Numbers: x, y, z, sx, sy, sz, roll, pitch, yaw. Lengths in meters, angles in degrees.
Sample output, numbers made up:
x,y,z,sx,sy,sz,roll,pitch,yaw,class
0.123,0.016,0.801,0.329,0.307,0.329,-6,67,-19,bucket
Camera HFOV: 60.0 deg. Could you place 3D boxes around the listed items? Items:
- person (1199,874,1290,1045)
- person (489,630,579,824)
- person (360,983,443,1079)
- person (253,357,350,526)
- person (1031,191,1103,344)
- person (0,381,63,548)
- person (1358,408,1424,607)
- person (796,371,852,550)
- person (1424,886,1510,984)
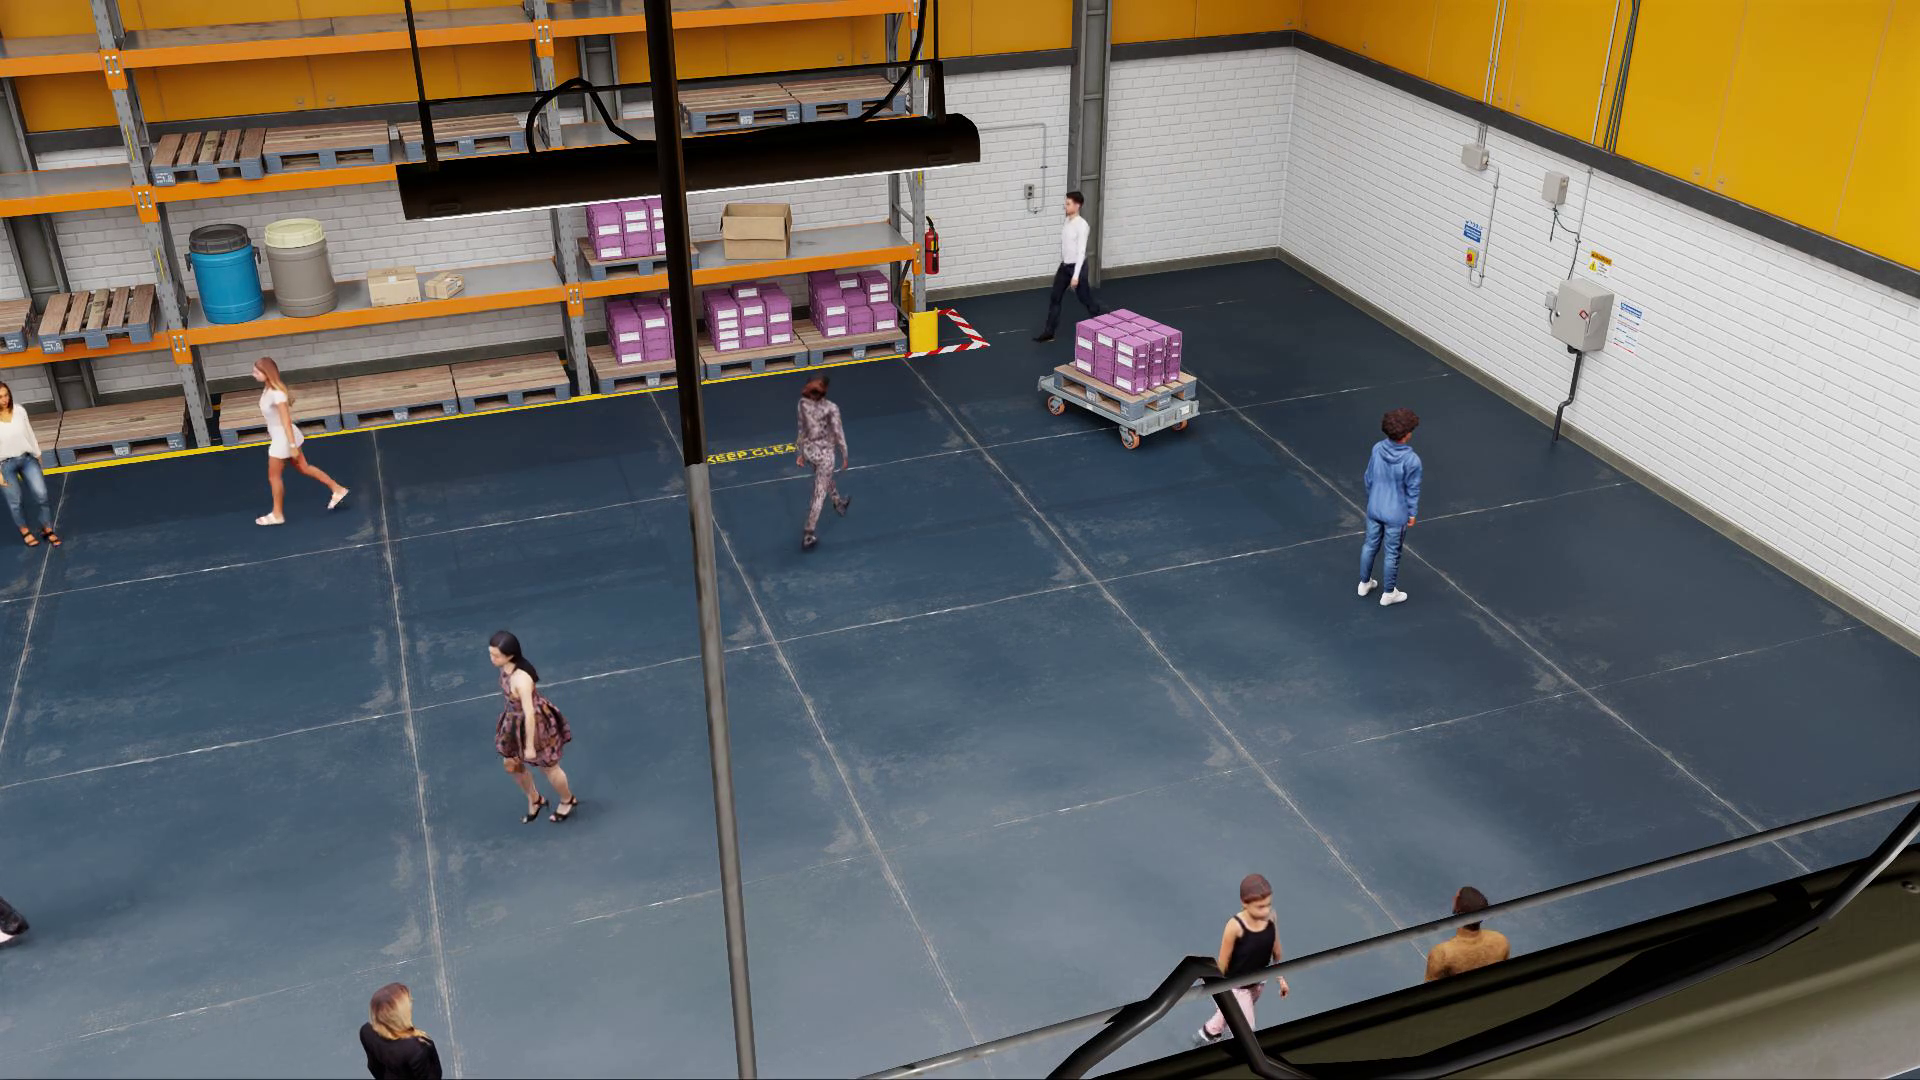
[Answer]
x,y,z,sx,sy,sz,roll,pitch,yaw,class
1.600,2.504,9.572,1.014,1.527,0.750,-18,33,-29,person
-2.932,1.308,11.557,0.826,1.727,0.745,-17,33,-28,person
-2.834,2.961,8.589,0.677,1.667,0.726,14,32,25,person
-6.313,-0.959,15.778,1.142,1.664,0.688,-14,32,-24,person
1.443,-3.225,19.760,1.244,1.829,0.737,-13,31,-23,person
-8.758,-0.718,15.336,0.850,1.664,0.768,25,37,38,person
3.726,-0.300,14.417,0.711,1.810,0.753,-24,36,-36,person
-1.331,-0.710,15.318,1.059,1.667,1.171,15,32,26,person
2.705,2.694,8.941,0.837,1.799,0.731,-8,30,-14,person
